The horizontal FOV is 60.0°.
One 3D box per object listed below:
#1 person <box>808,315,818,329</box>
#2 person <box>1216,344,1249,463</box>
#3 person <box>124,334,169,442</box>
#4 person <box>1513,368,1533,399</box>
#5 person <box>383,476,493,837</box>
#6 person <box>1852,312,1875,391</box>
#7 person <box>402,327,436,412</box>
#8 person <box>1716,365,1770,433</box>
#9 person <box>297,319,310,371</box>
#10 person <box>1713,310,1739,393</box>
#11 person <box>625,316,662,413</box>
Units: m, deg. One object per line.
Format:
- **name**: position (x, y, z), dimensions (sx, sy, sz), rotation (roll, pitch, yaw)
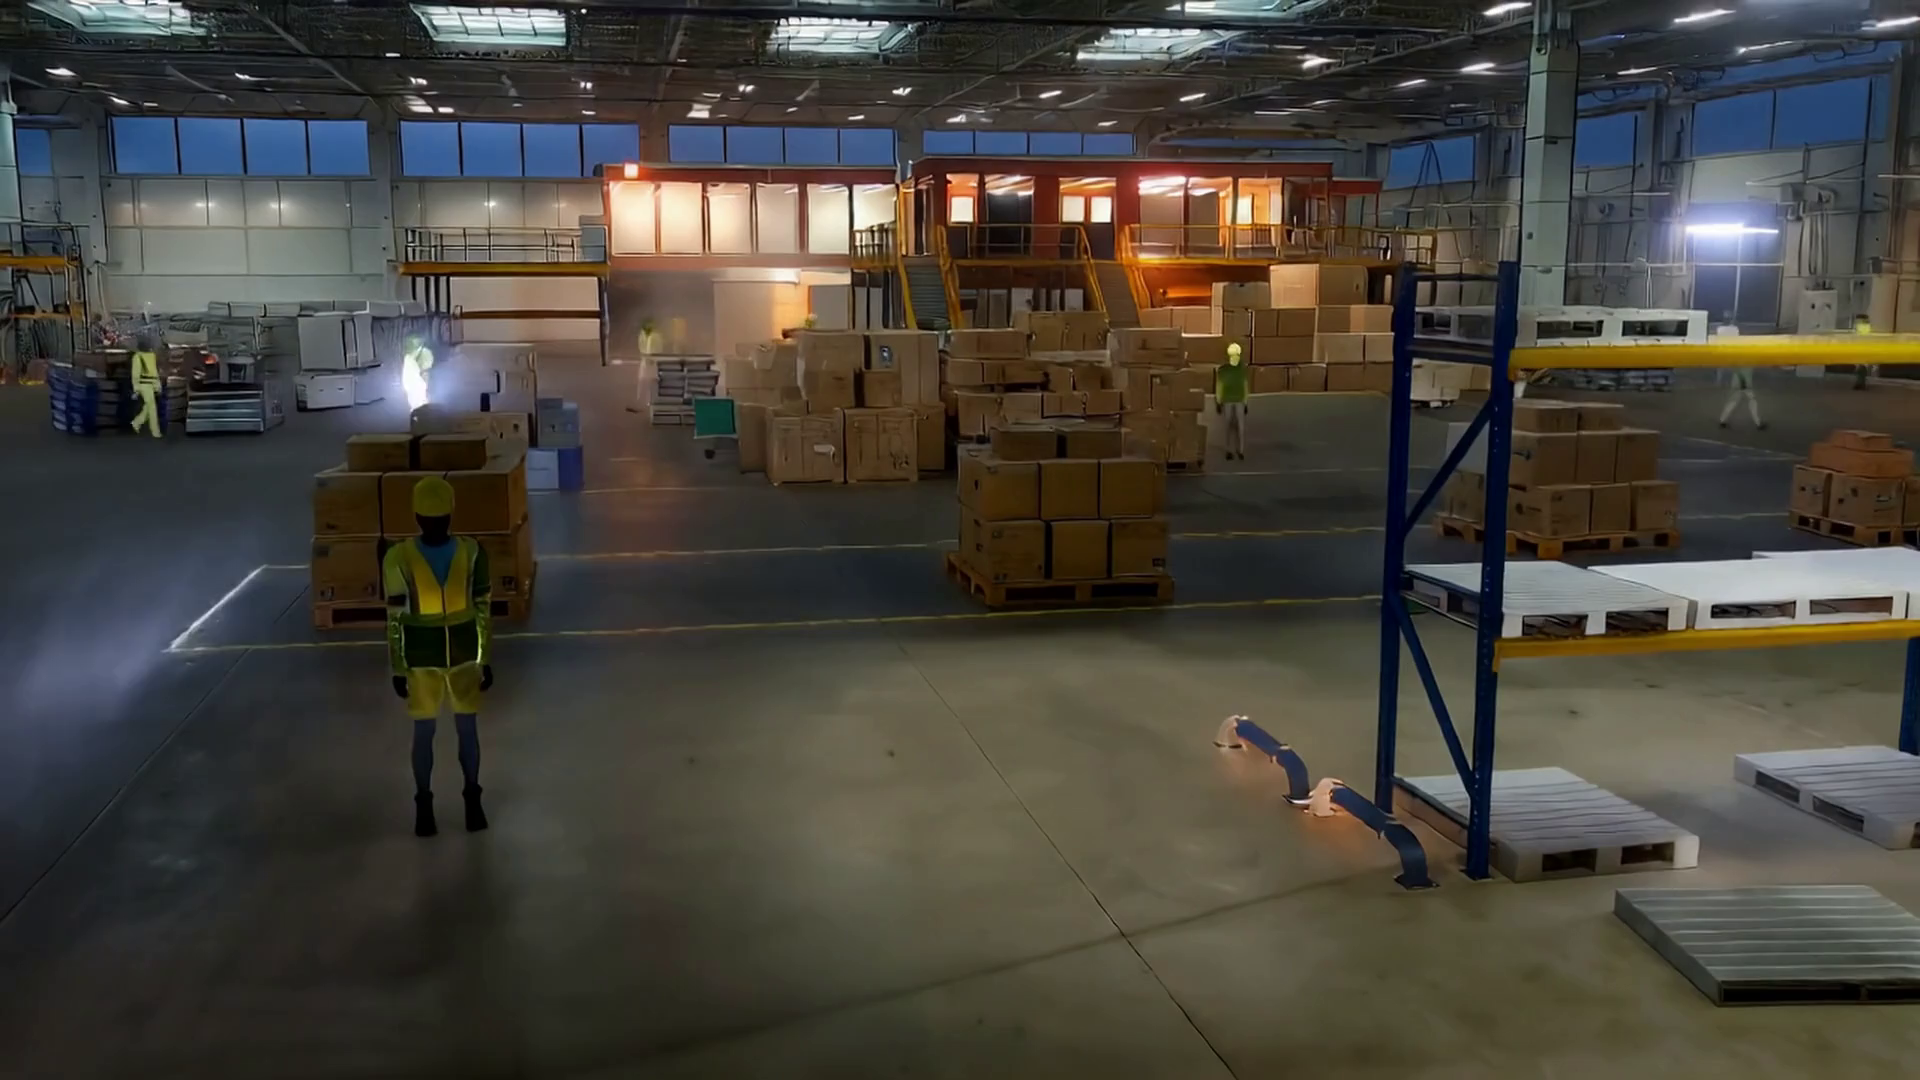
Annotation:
- **person**: position (-3.529, -4.371, 39.266), dimensions (0.902, 1.896, 0.588), rotation (7, 12, 37)
- **person**: position (4.206, -2.090, 25.576), dimensions (0.558, 1.817, 0.961), rotation (0, 9, -1)
- **person**: position (-14.088, -2.612, 28.657), dimensions (0.770, 1.863, 0.576), rotation (0, 9, 2)
- **person**: position (10.401, -2.985, 31.013), dimensions (0.458, 1.829, 0.644), rotation (-6, 11, -31)
- **person**: position (-2.737, 0.616, 8.785), dimensions (0.539, 1.929, 0.394), rotation (-5, 10, -26)
- **person**: position (21.968, -4.593, 40.544), dimensions (0.560, 1.915, 0.449), rotation (0, 9, 1)
- **person**: position (-9.151, -2.615, 28.116), dimensions (0.544, 2.000, 0.712), rotation (-8, 12, -41)
- **person**: position (14.298, -2.782, 30.333), dimensions (0.534, 1.645, 0.913), rotation (-8, 12, -39)
- **person**: position (-15.977, -4.512, 40.540), dimensions (0.327, 1.761, 0.522), rotation (-1, 9, -4)
- **person**: position (18.285, -4.489, 39.718), dimensions (0.480, 1.977, 0.625), rotation (-5, 10, -26)
- **person**: position (-6.447, -3.589, 34.193), dimensions (0.615, 1.988, 1.040), rotation (4, 10, 25)
